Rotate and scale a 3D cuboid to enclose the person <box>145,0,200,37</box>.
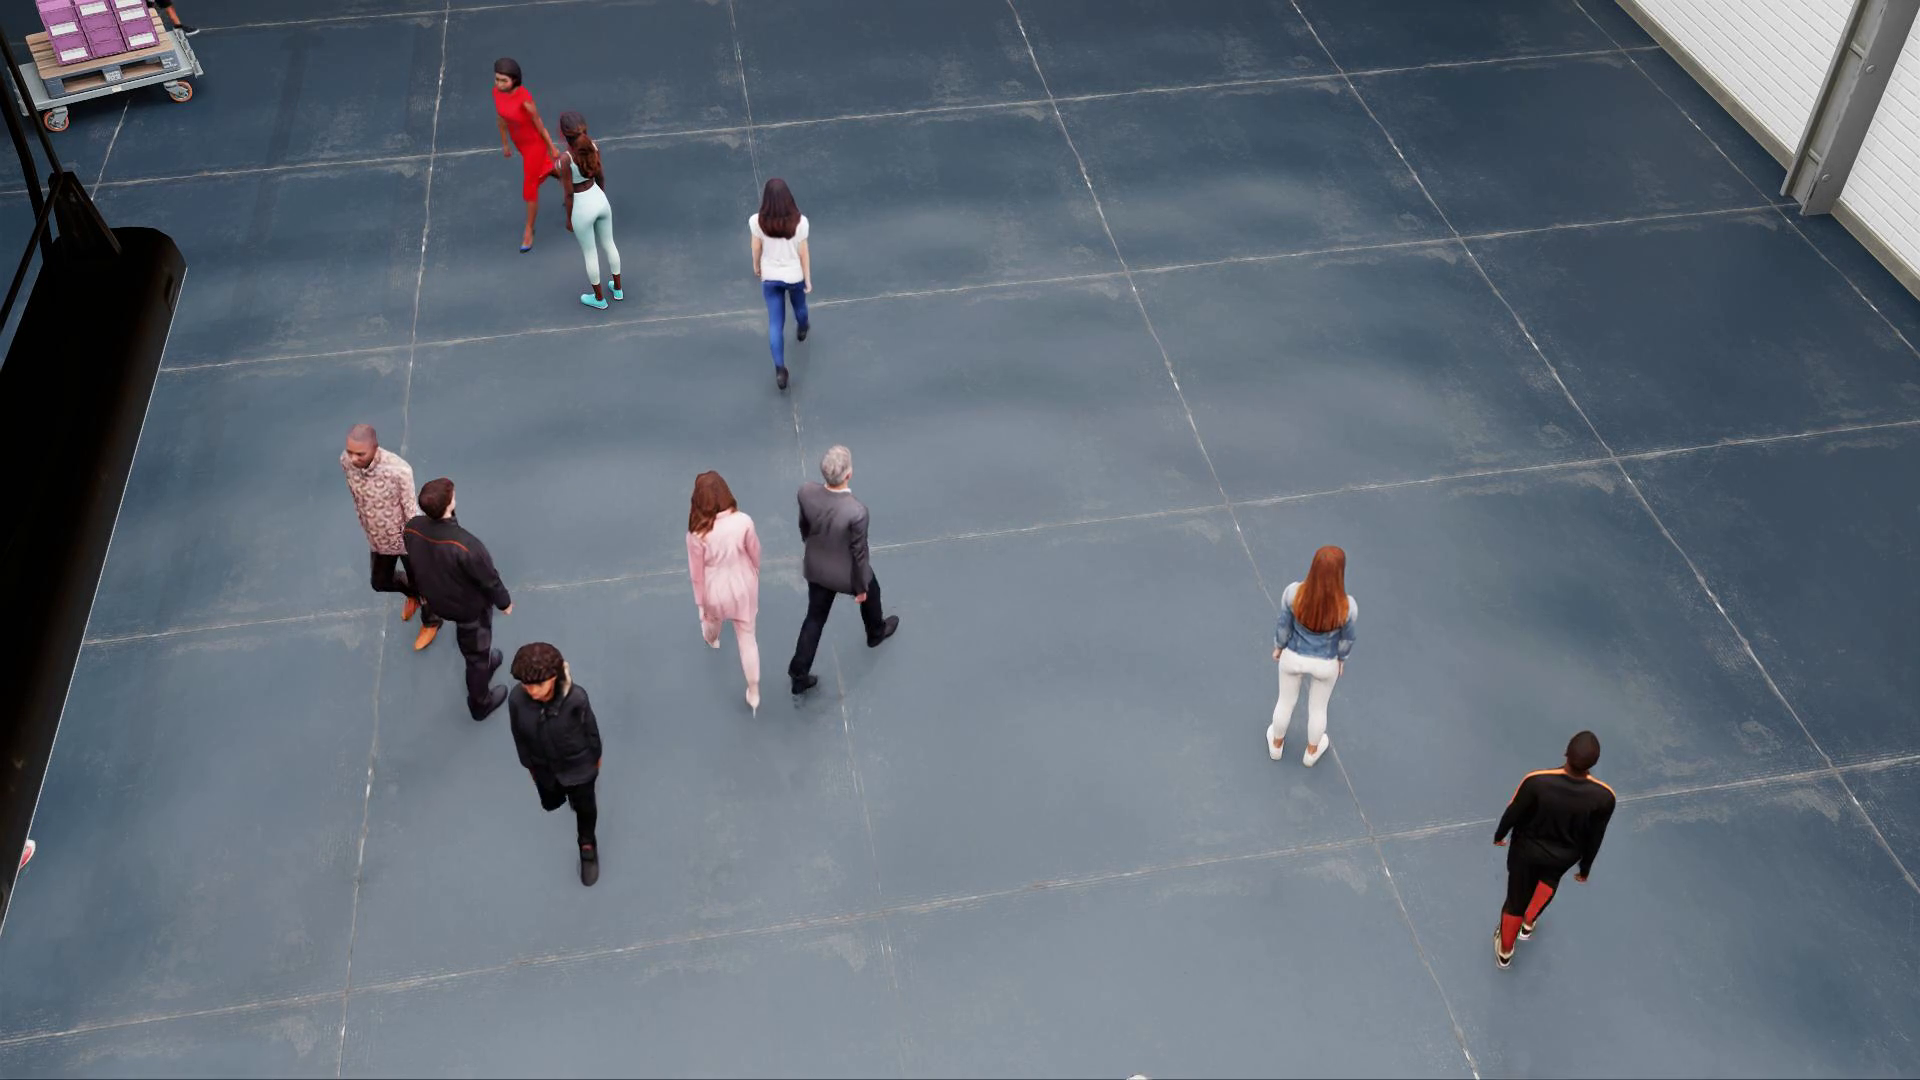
[{"bbox_3d":[-8.267,-5.598,16.796,0.589,1.236,0.860,-11,45,-11],"label":"person"}]

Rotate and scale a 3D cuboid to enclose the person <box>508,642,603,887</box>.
[{"bbox_3d":[-2.220,1.157,9.322,0.667,1.764,0.951,-3,44,-3],"label":"person"}]

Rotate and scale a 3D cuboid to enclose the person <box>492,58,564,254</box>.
[{"bbox_3d":[-3.593,-3.354,14.114,1.103,1.686,1.191,26,49,25],"label":"person"}]

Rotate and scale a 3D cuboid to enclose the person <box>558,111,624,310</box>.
[{"bbox_3d":[-2.975,-2.644,13.340,0.700,1.725,0.655,31,52,28],"label":"person"}]

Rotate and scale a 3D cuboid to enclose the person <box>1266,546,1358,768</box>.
[{"bbox_3d":[2.069,0.711,9.836,0.686,1.700,0.681,13,45,13],"label":"person"}]

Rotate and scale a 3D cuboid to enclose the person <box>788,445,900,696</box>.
[{"bbox_3d":[-0.807,0.225,10.279,1.220,1.793,1.321,22,48,21],"label":"person"}]

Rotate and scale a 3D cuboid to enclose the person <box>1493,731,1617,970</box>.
[{"bbox_3d":[3.073,1.694,8.732,0.801,1.800,0.852,11,45,11],"label":"person"}]

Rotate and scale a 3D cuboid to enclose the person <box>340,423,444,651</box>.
[{"bbox_3d":[-3.554,-0.101,10.623,0.837,1.791,0.868,14,45,14],"label":"person"}]

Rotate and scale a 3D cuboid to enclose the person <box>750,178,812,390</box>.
[{"bbox_3d":[-1.351,-1.903,12.630,0.767,1.632,1.171,1,44,1],"label":"person"}]

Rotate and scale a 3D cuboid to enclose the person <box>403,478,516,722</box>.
[{"bbox_3d":[-3.078,0.420,10.053,0.921,1.823,0.964,18,47,18],"label":"person"}]

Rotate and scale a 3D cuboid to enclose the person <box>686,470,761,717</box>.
[{"bbox_3d":[-1.386,0.375,10.142,0.734,1.766,1.103,-16,46,-16],"label":"person"}]
